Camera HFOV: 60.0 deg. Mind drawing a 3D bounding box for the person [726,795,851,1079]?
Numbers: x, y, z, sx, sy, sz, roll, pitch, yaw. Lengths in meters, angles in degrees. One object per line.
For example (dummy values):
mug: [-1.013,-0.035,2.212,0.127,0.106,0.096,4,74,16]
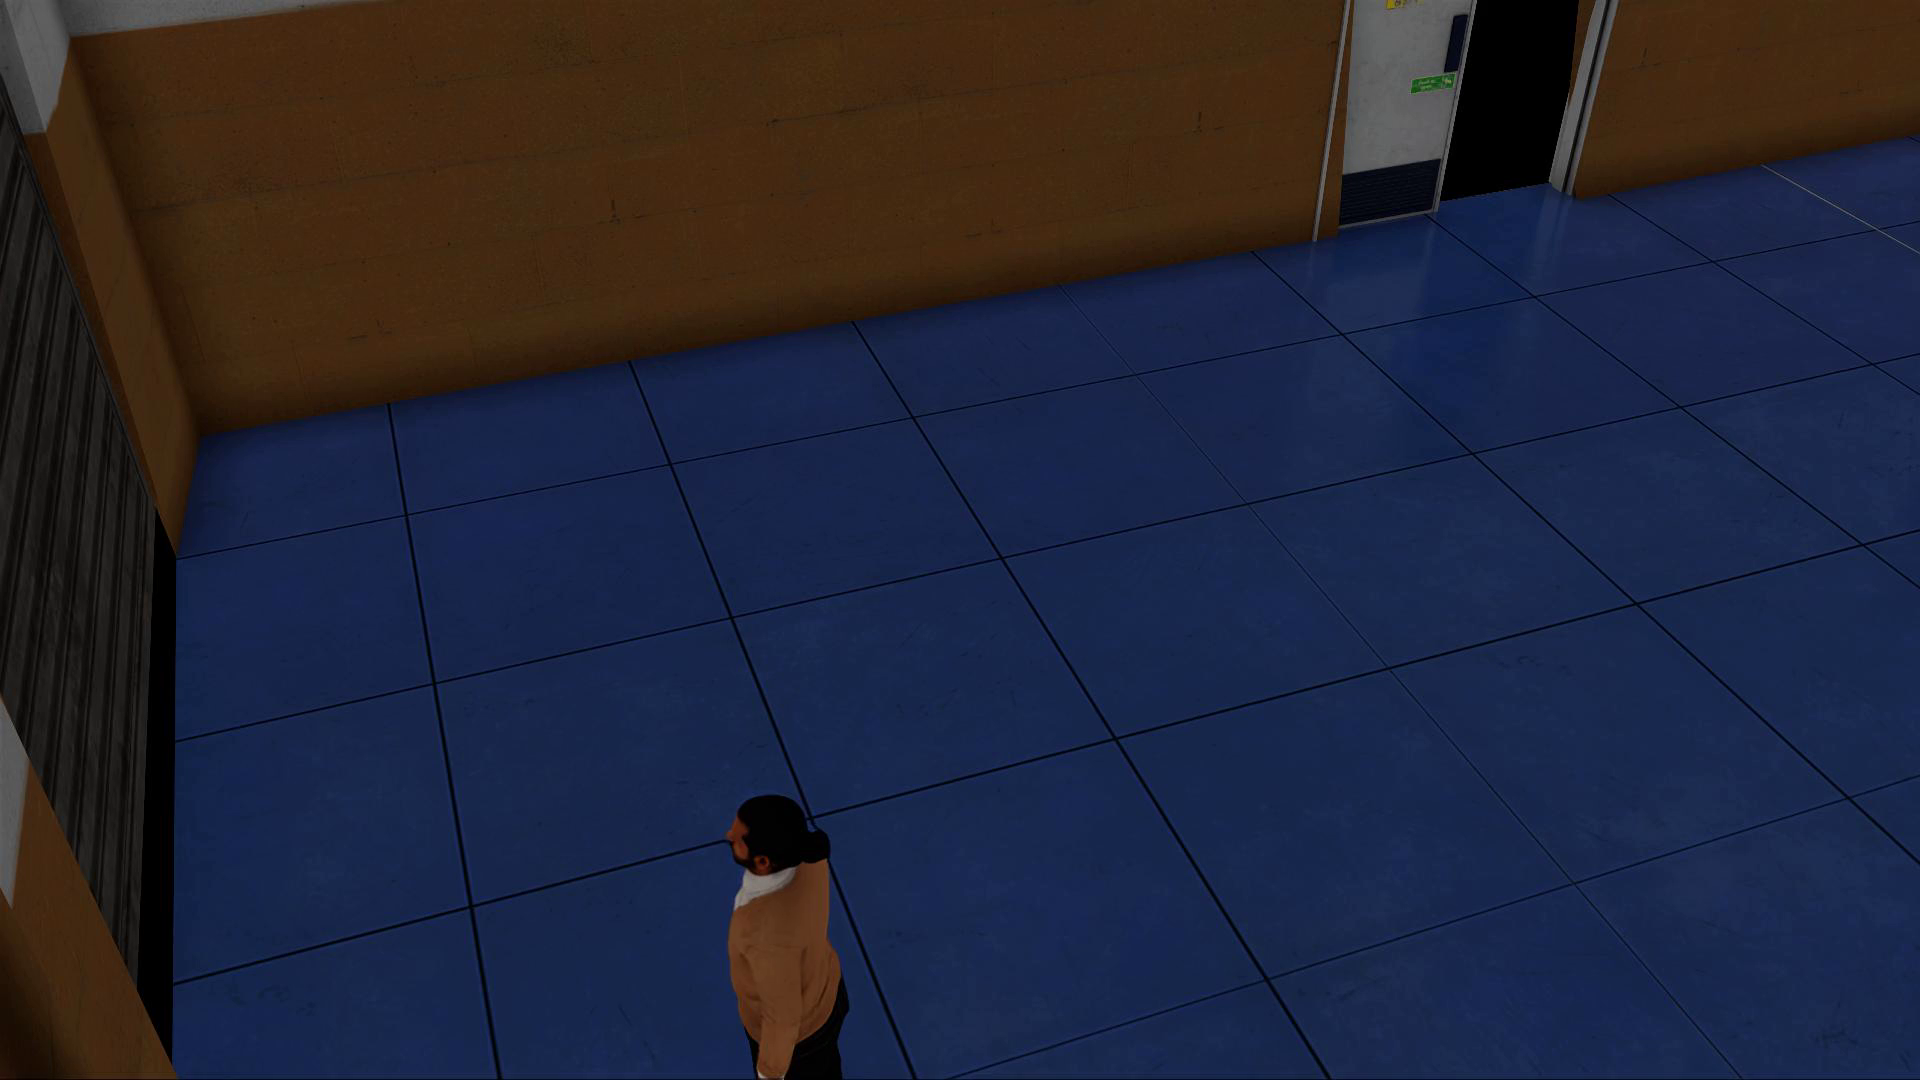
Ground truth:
person: [-0.490,1.377,4.854,0.807,1.754,0.683,3,37,4]
